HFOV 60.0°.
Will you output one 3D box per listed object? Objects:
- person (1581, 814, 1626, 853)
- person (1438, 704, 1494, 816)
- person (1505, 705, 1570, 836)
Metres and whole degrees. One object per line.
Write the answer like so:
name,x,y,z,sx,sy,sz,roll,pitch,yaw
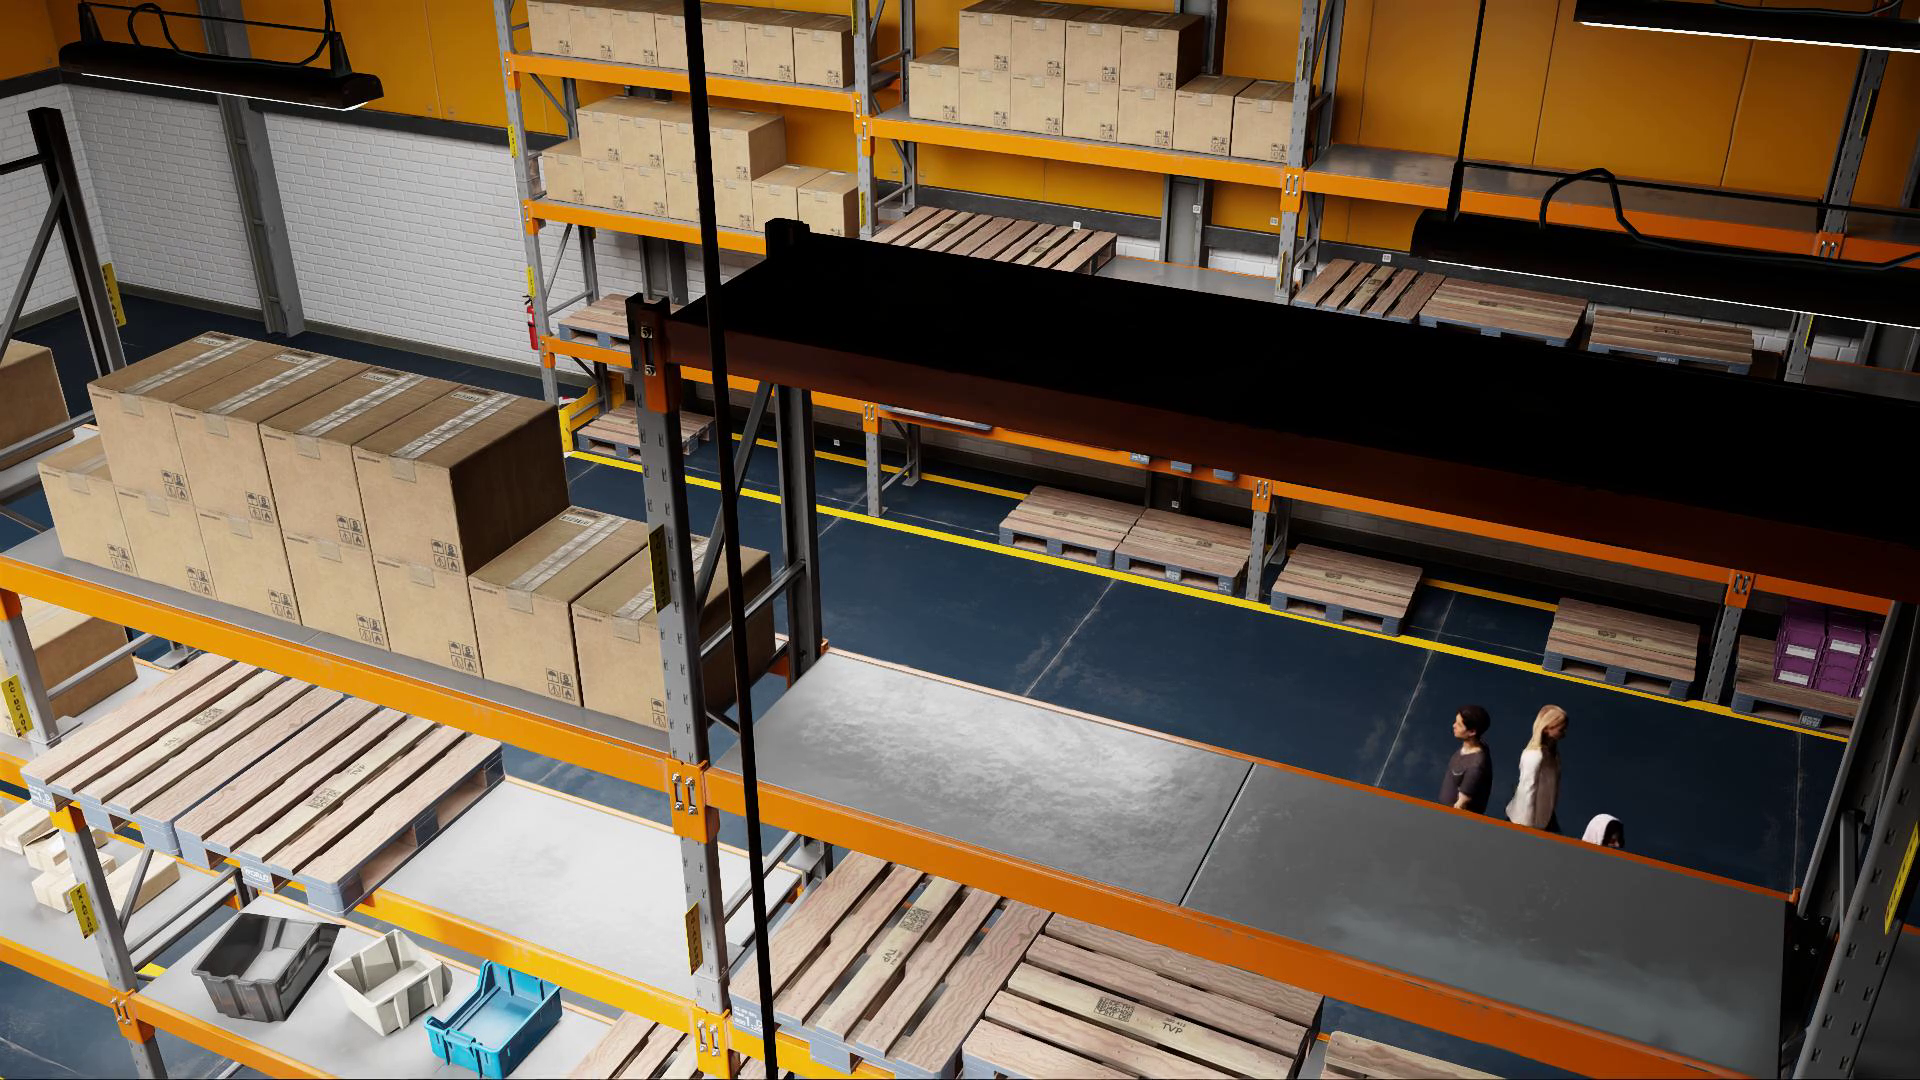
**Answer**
person,3.909,2.381,10.551,0.818,1.625,0.906,-18,34,-30
person,3.510,1.902,11.377,1.139,1.676,0.864,2,29,4
person,3.776,1.866,11.268,0.677,1.843,0.676,17,33,28
